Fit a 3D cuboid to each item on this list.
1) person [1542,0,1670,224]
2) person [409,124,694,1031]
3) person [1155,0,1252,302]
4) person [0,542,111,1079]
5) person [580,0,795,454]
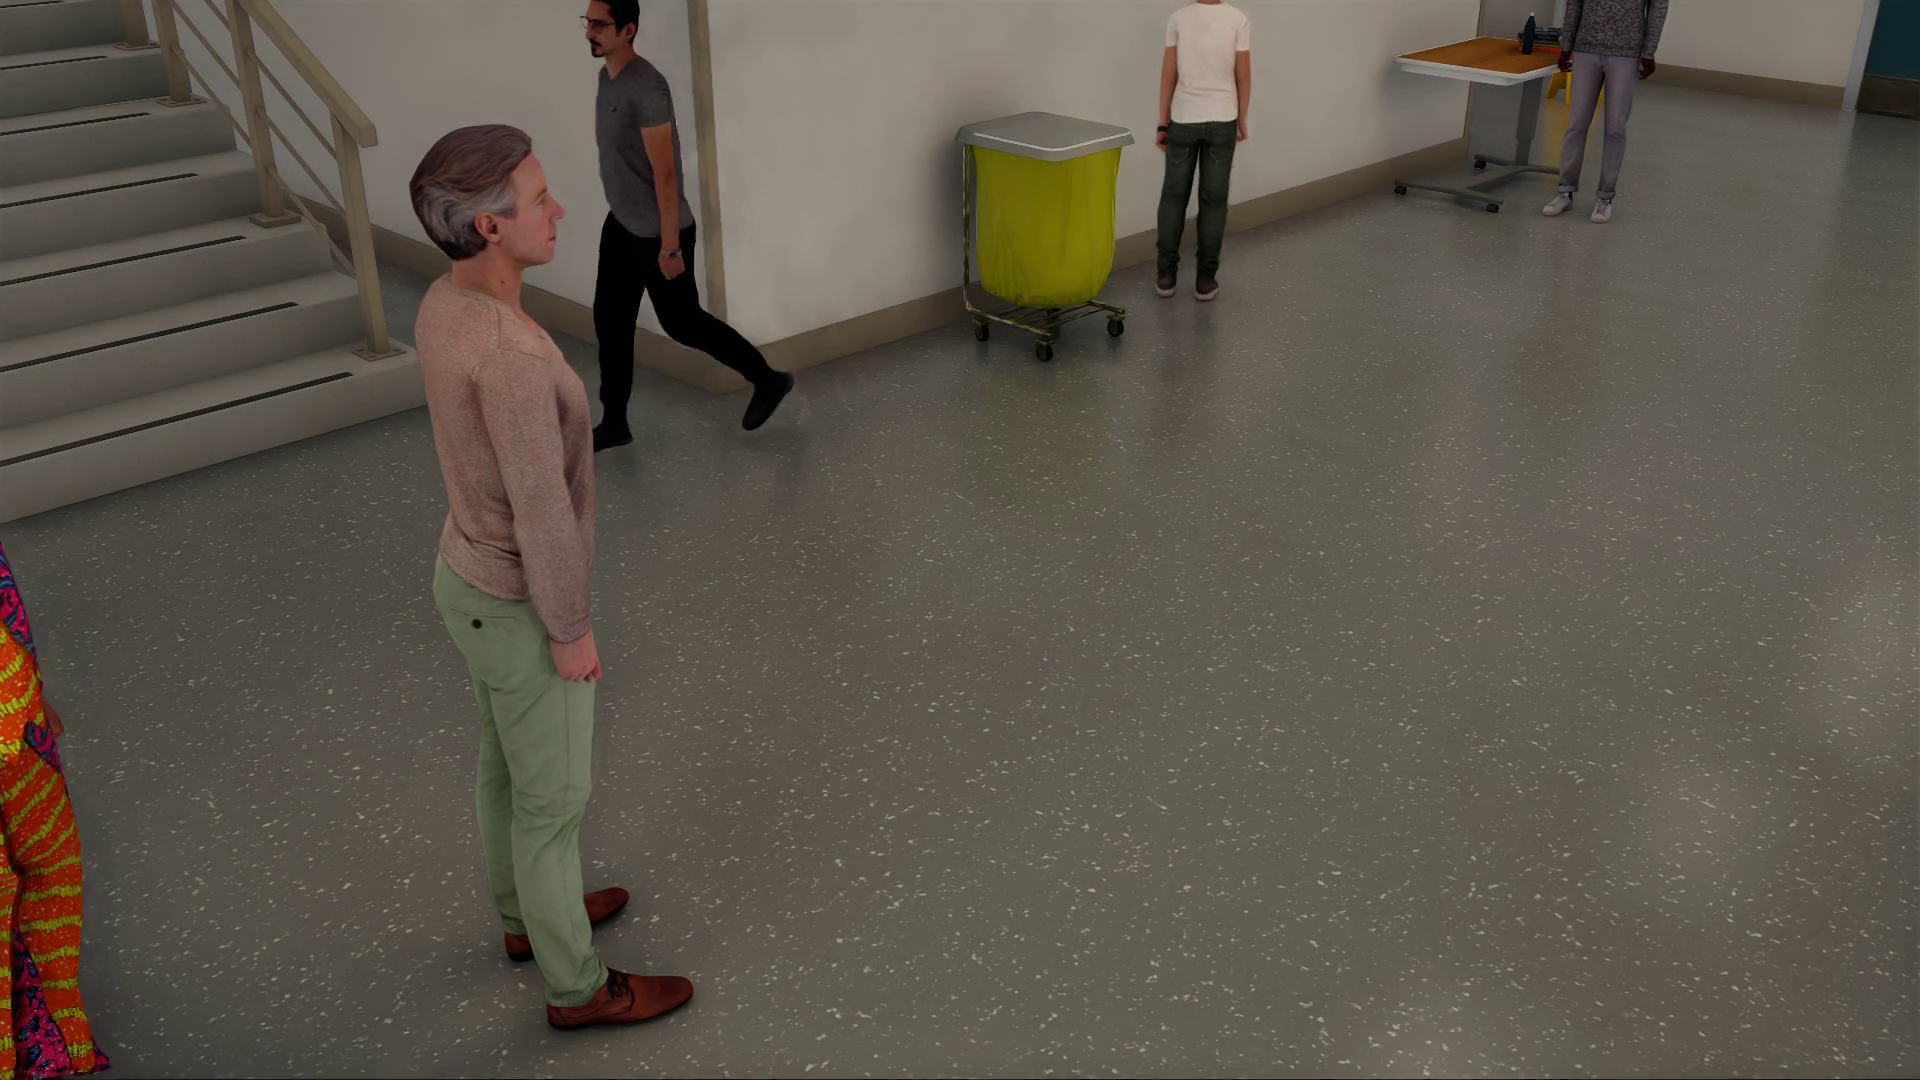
[{"bbox_3d":[3.626,-2.726,9.275,0.554,1.839,0.784,16,30,30],"label":"person"},{"bbox_3d":[-0.882,0.119,3.332,0.802,1.875,0.650,-14,29,-26],"label":"person"},{"bbox_3d":[1.156,-1.950,7.880,0.659,1.651,0.746,5,26,11],"label":"person"},{"bbox_3d":[-1.917,0.384,3.039,0.778,1.653,1.031,-16,30,-29],"label":"person"},{"bbox_3d":[-1.055,-1.155,6.150,0.857,1.722,1.100,-16,30,-30],"label":"person"}]
